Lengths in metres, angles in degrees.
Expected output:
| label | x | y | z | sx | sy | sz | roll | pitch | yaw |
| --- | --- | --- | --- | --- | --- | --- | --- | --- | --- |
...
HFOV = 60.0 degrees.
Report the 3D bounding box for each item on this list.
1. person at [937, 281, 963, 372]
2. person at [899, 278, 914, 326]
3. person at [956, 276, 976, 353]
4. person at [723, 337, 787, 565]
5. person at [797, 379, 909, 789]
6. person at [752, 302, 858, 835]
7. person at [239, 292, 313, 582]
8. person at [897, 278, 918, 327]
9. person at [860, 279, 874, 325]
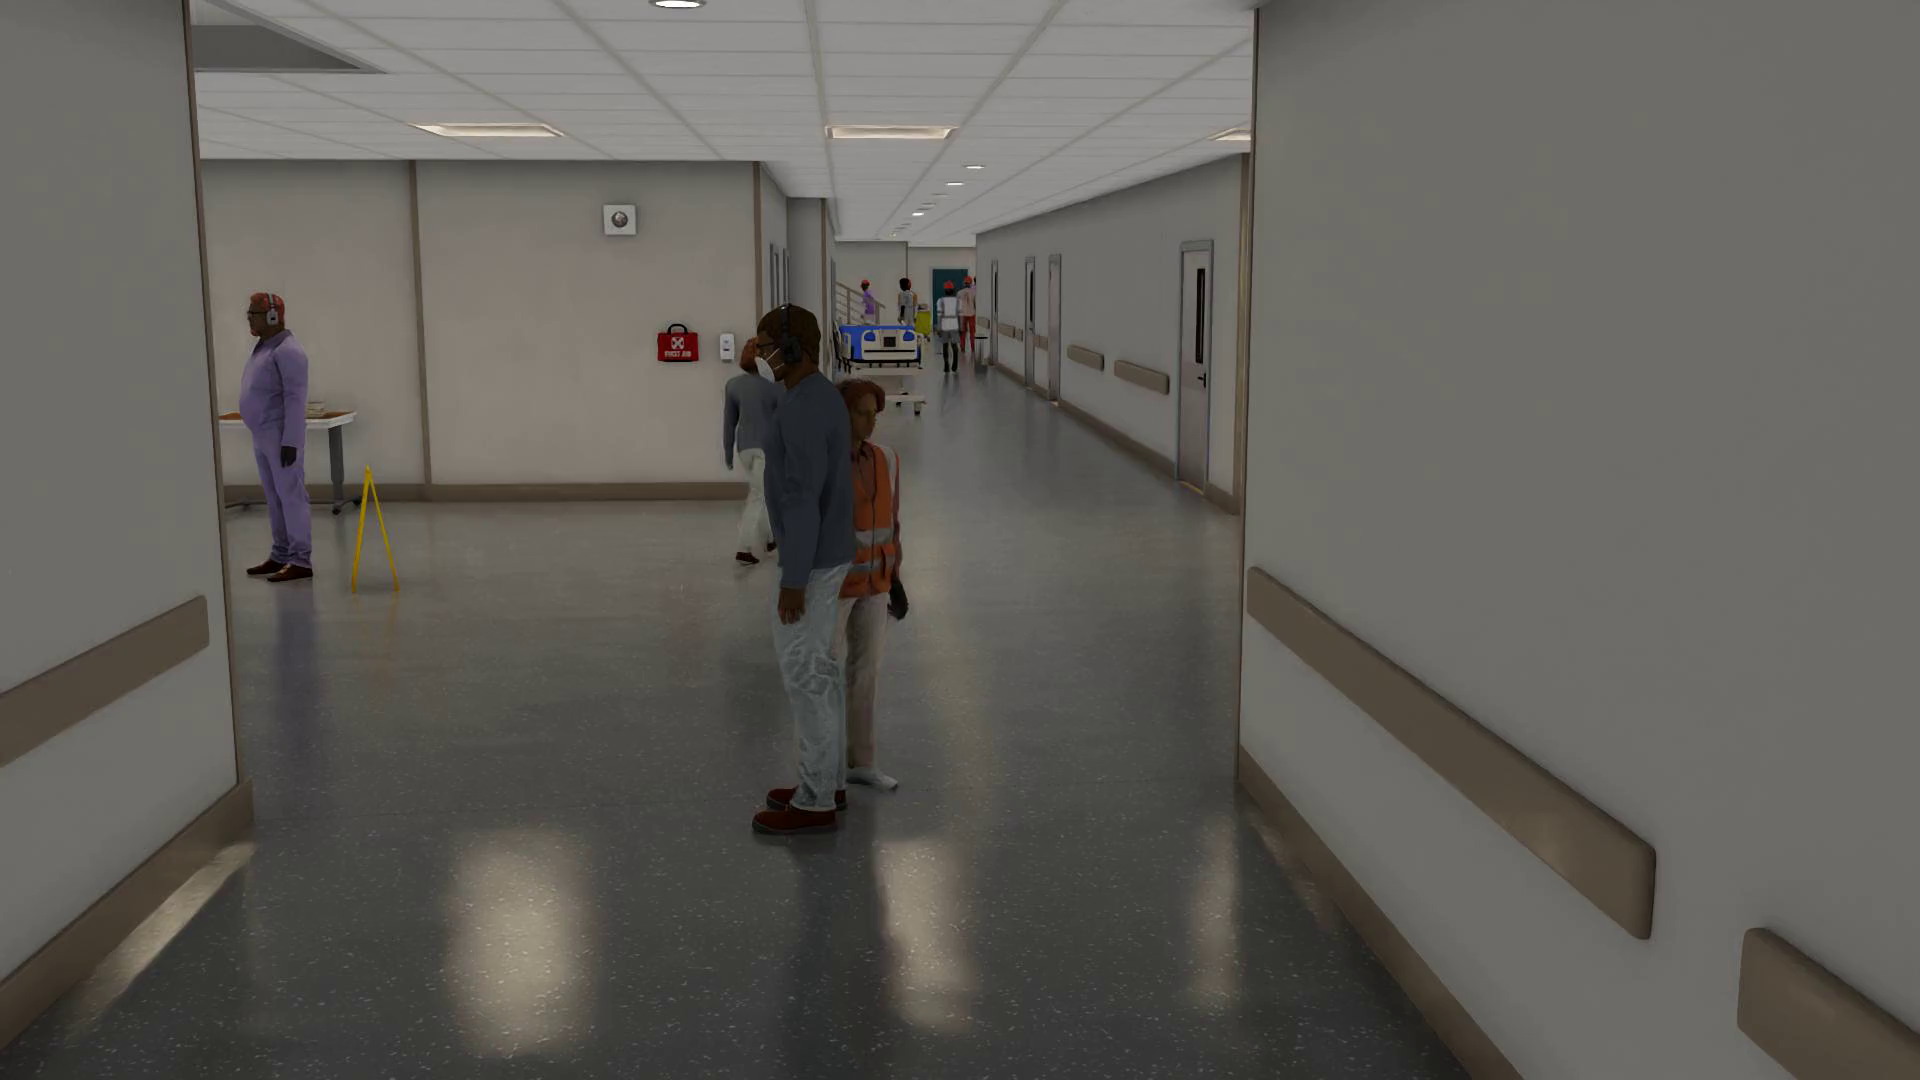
| label | x | y | z | sx | sy | sz | roll | pitch | yaw |
| --- | --- | --- | --- | --- | --- | --- | --- | --- | --- |
| person | -0.211 | -4.438 | 34.622 | 0.557 | 1.918 | 0.776 | -2 | 9 | -10 |
| person | -1.415 | -5.851 | 43.380 | 0.387 | 1.954 | 0.609 | 3 | 10 | 20 |
| person | 0.208 | -5.887 | 43.463 | 0.623 | 1.992 | 0.396 | 2 | 9 | 10 |
| person | -1.414 | -0.638 | 11.791 | 0.502 | 1.586 | 0.872 | 4 | 10 | 25 |
| person | -0.440 | 0.201 | 6.404 | 0.312 | 1.627 | 0.571 | 9 | 13 | 43 |
| person | -0.568 | 0.101 | 6.094 | 0.386 | 1.927 | 0.641 | 0 | 9 | -1 |
| person | -4.565 | -0.683 | 11.070 | 0.408 | 1.909 | 0.638 | -8 | 12 | -41 |
| person | -1.398 | -5.954 | 44.057 | 0.543 | 1.941 | 0.353 | 1 | 9 | 9 |
| person | -2.666 | -6.492 | 47.546 | 0.435 | 1.908 | 0.598 | 1 | 9 | 3 |
